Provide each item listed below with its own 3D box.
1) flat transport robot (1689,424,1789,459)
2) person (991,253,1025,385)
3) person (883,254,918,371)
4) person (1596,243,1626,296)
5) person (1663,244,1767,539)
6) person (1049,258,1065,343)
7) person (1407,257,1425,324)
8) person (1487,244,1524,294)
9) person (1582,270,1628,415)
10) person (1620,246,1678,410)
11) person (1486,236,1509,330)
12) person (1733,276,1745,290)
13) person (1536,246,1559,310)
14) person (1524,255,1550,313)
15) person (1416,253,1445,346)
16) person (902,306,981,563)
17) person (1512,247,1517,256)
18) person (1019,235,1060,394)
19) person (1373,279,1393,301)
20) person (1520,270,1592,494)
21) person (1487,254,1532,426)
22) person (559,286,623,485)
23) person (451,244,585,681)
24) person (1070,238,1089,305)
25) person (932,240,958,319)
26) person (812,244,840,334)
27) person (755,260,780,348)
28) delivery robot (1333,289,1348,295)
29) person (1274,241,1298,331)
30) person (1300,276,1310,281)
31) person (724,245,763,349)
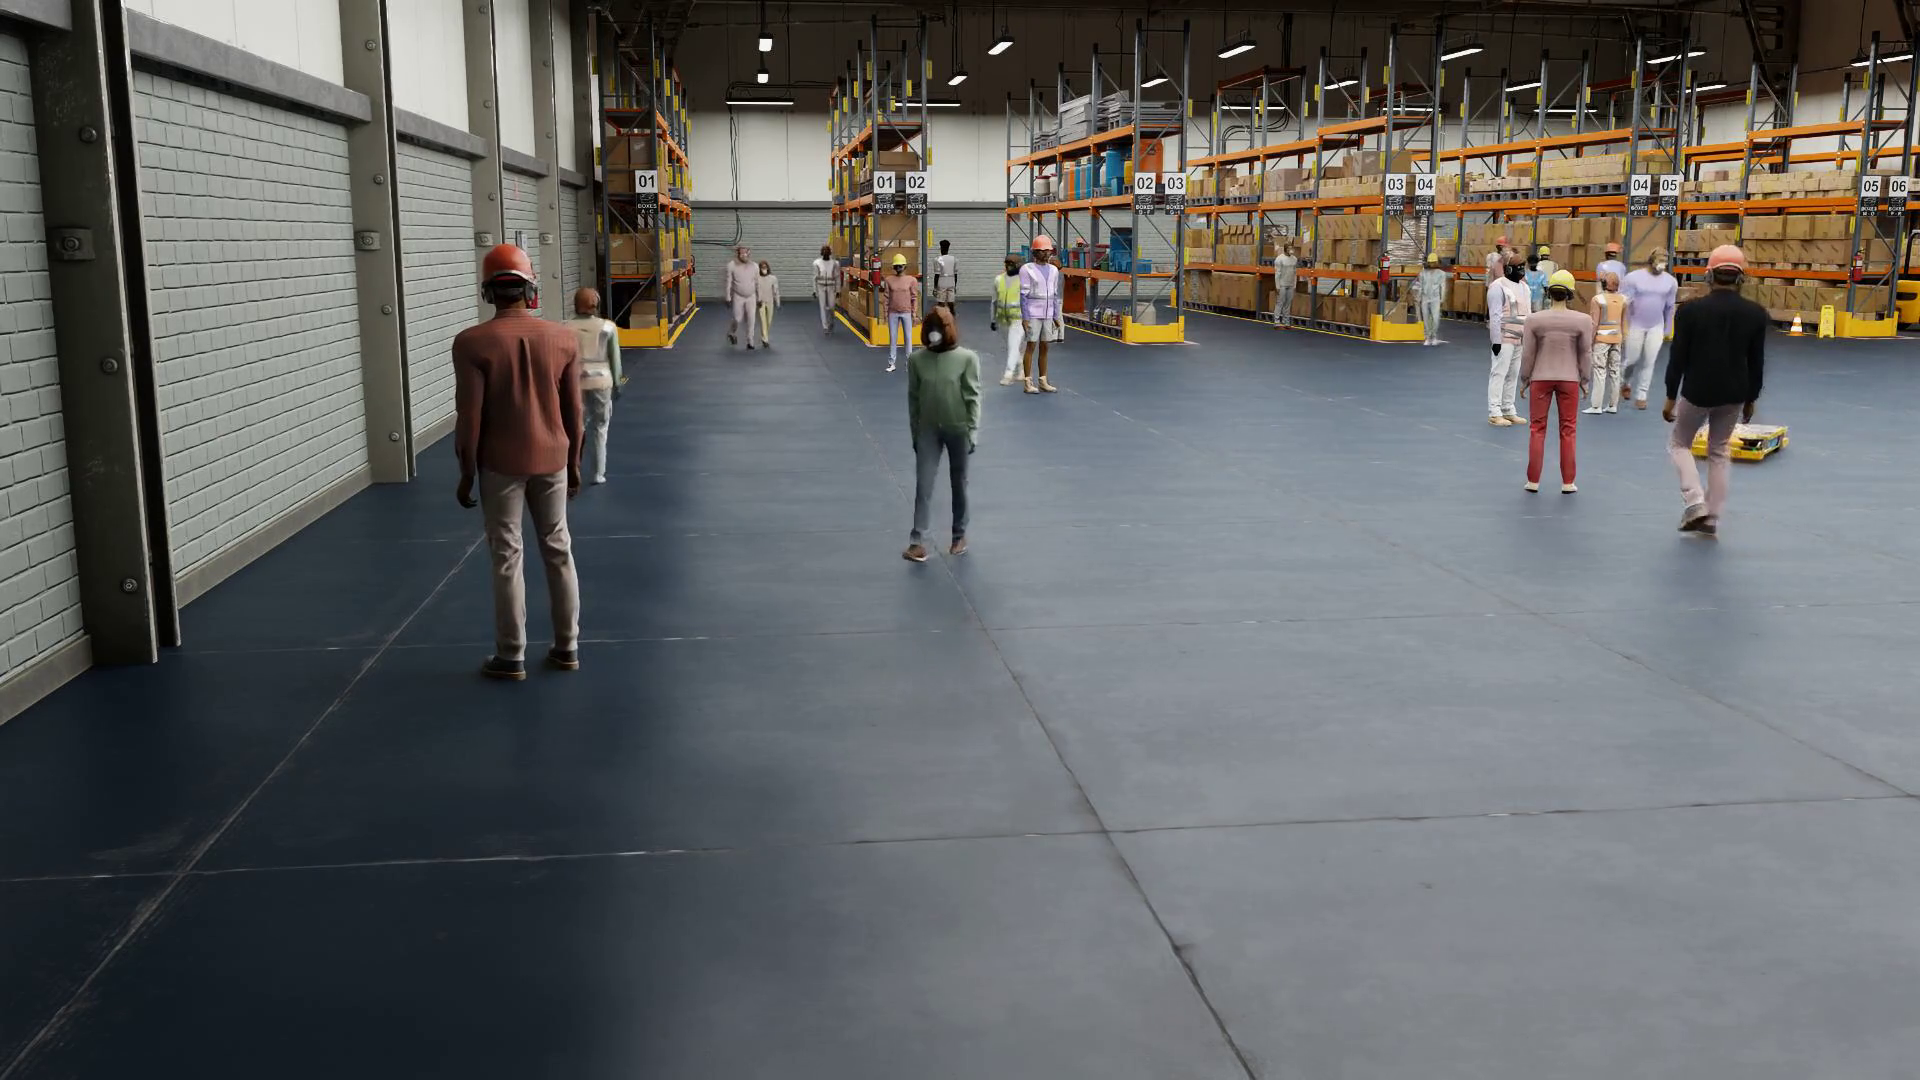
[{"bbox_3d":[7.316,-0.947,15.640,0.652,0.197,1.431,7,13,35],"label":"flat transport robot"},{"bbox_3d":[0.745,-3.070,23.067,0.635,1.812,0.879,6,12,30],"label":"person"},{"bbox_3d":[-0.904,-3.416,25.076,0.530,1.768,0.312,1,10,8],"label":"person"},{"bbox_3d":[11.635,-4.382,29.984,0.580,1.901,0.880,-1,10,-7],"label":"person"},{"bbox_3d":[5.048,-0.985,11.174,0.642,1.969,0.449,1,10,4],"label":"person"},{"bbox_3d":[1.833,-4.587,31.886,0.280,1.624,0.493,7,12,32],"label":"person"},{"bbox_3d":[10.743,-5.856,38.928,0.530,1.592,0.890,0,10,-1],"label":"person"},{"bbox_3d":[10.290,-4.639,31.418,0.677,1.892,0.429,5,12,27],"label":"person"},{"bbox_3d":[7.391,-2.252,19.025,0.516,1.645,0.308,-4,11,-23],"label":"person"},{"bbox_3d":[8.097,-2.506,19.672,0.663,1.919,0.594,1,10,7],"label":"person"},{"bbox_3d":[11.774,-5.596,36.302,0.606,2.035,0.405,-1,10,-8],"label":"person"},{"bbox_3d":[20.926,-7.103,44.884,0.591,1.919,0.403,-2,10,-8],"label":"person"},{"bbox_3d":[11.929,-5.087,34.070,0.600,1.833,0.404,-2,10,-8],"label":"person"},{"bbox_3d":[11.046,-4.633,32.001,0.602,1.665,0.637,1,10,5],"label":"person"},{"bbox_3d":[8.752,-4.470,30.998,0.490,1.717,0.753,6,12,28],"label":"person"},{"bbox_3d":[-0.116,-0.651,10.383,0.515,1.587,0.843,3,11,15],"label":"person"},{"bbox_3d":[11.543,-5.203,34.750,0.496,1.817,0.562,-1,10,-6],"label":"person"},{"bbox_3d":[1.050,-2.918,21.586,0.605,2.044,0.375,-8,13,-36],"label":"person"},{"bbox_3d":[10.643,-6.536,41.895,0.608,1.877,0.991,-3,11,-15],"label":"person"},{"bbox_3d":[4.719,-1.250,13.199,0.533,1.767,0.327,4,11,19],"label":"person"},{"bbox_3d":[5.937,-2.151,17.935,0.625,1.844,0.429,-9,14,-40],"label":"person"},{"bbox_3d":[-3.020,-1.244,13.556,0.519,1.625,0.398,0,10,-2],"label":"person"},{"bbox_3d":[-2.030,-0.353,7.662,0.614,1.990,0.392,-8,13,-37],"label":"person"},{"bbox_3d":[3.572,-7.991,49.557,0.609,1.986,0.402,-1,10,-6],"label":"person"},{"bbox_3d":[-0.318,-5.393,35.363,0.607,1.965,0.366,-8,13,-36],"label":"person"},{"bbox_3d":[-2.804,-5.250,34.833,0.584,1.867,0.448,-1,10,-4],"label":"person"},{"bbox_3d":[-3.627,-4.377,30.813,0.508,1.603,0.776,-4,11,-22],"label":"person"},{"bbox_3d":[11.532,-7.357,49.744,0.707,0.478,0.477,6,12,31],"label":"delivery robot"},{"bbox_3d":[7.055,-5.491,36.021,0.625,1.931,0.375,-8,13,-36],"label":"person"},{"bbox_3d":[10.231,-7.954,49.608,0.561,1.903,0.803,-1,10,-5],"label":"person"},{"bbox_3d":[-3.953,-4.425,30.285,0.673,1.886,0.544,-4,11,-21],"label":"person"}]
